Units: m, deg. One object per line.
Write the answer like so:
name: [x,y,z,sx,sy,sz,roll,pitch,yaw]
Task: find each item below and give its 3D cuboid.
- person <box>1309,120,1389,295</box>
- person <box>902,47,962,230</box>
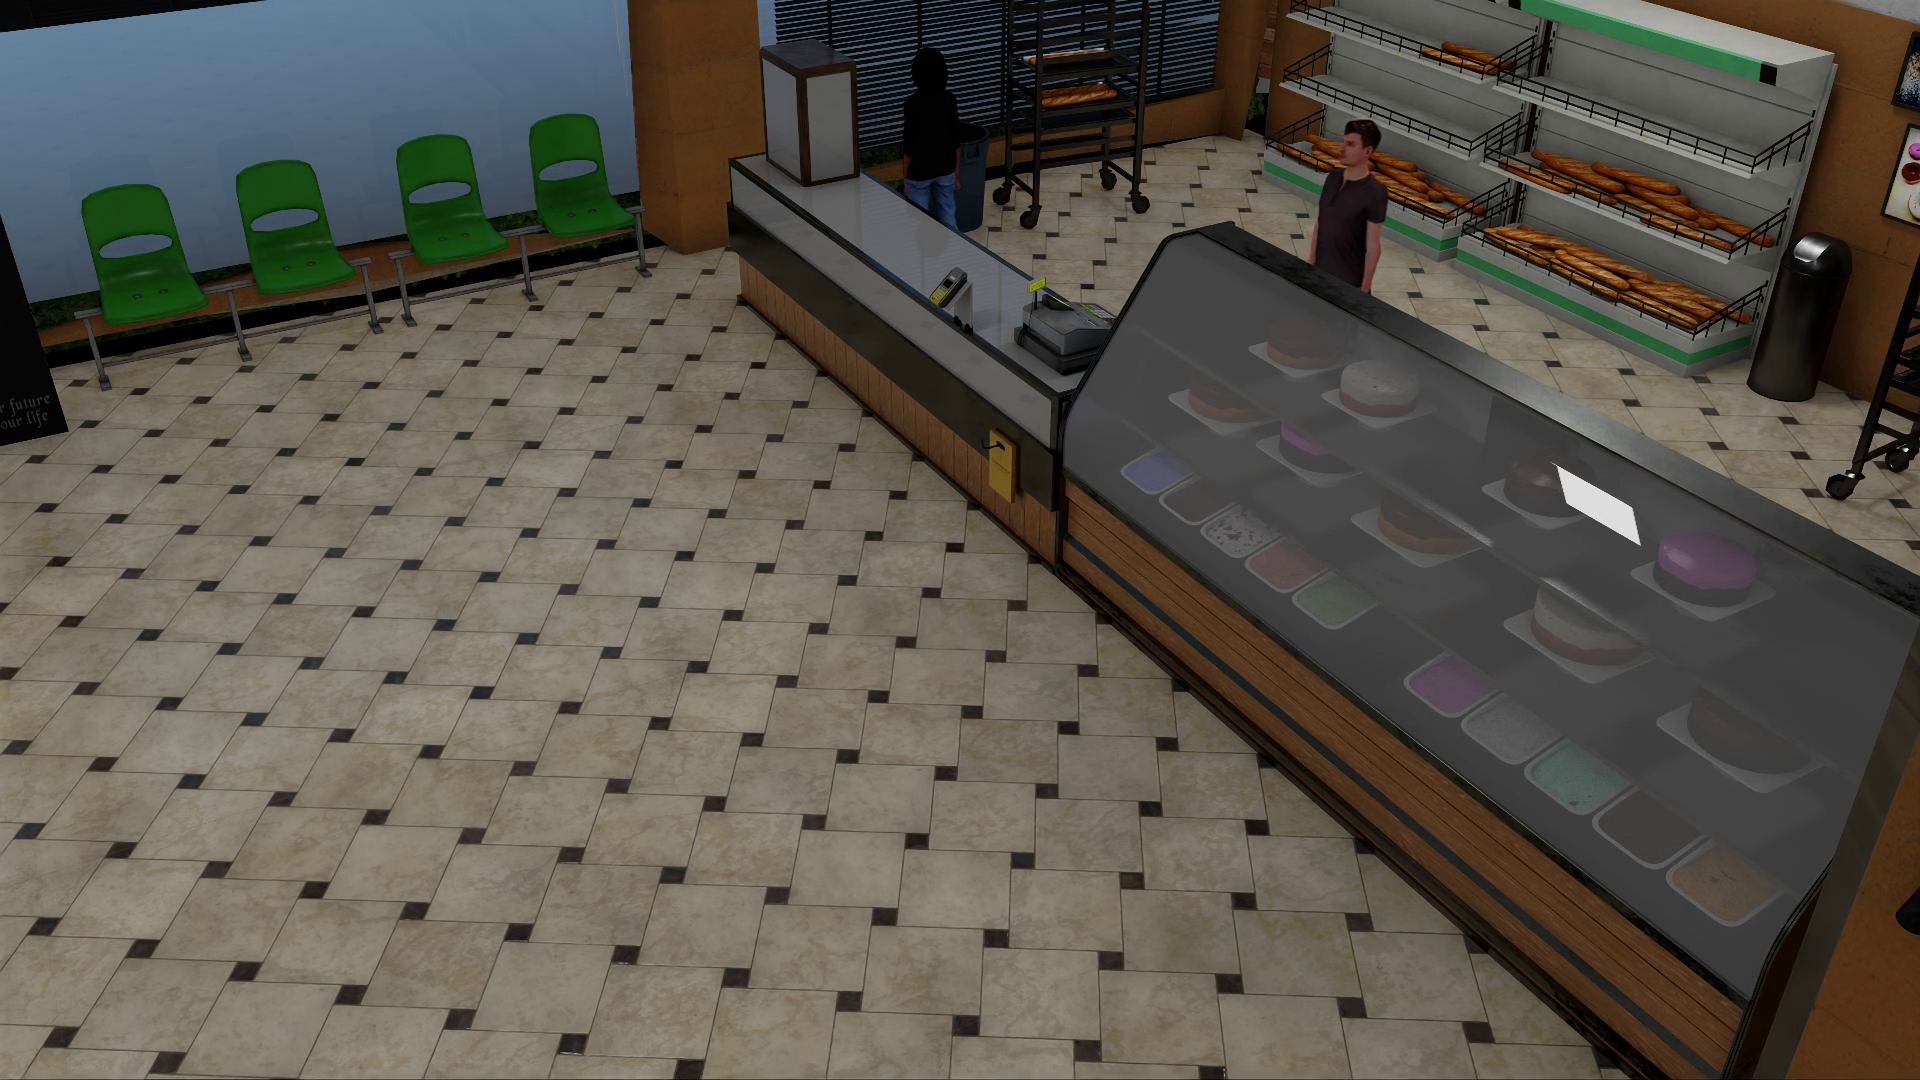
person: [2.145,-1.454,9.328,0.538,1.853,0.647,-16,35,-23]
person: [-0.197,-2.402,10.995,0.513,1.701,0.659,-12,34,-18]
